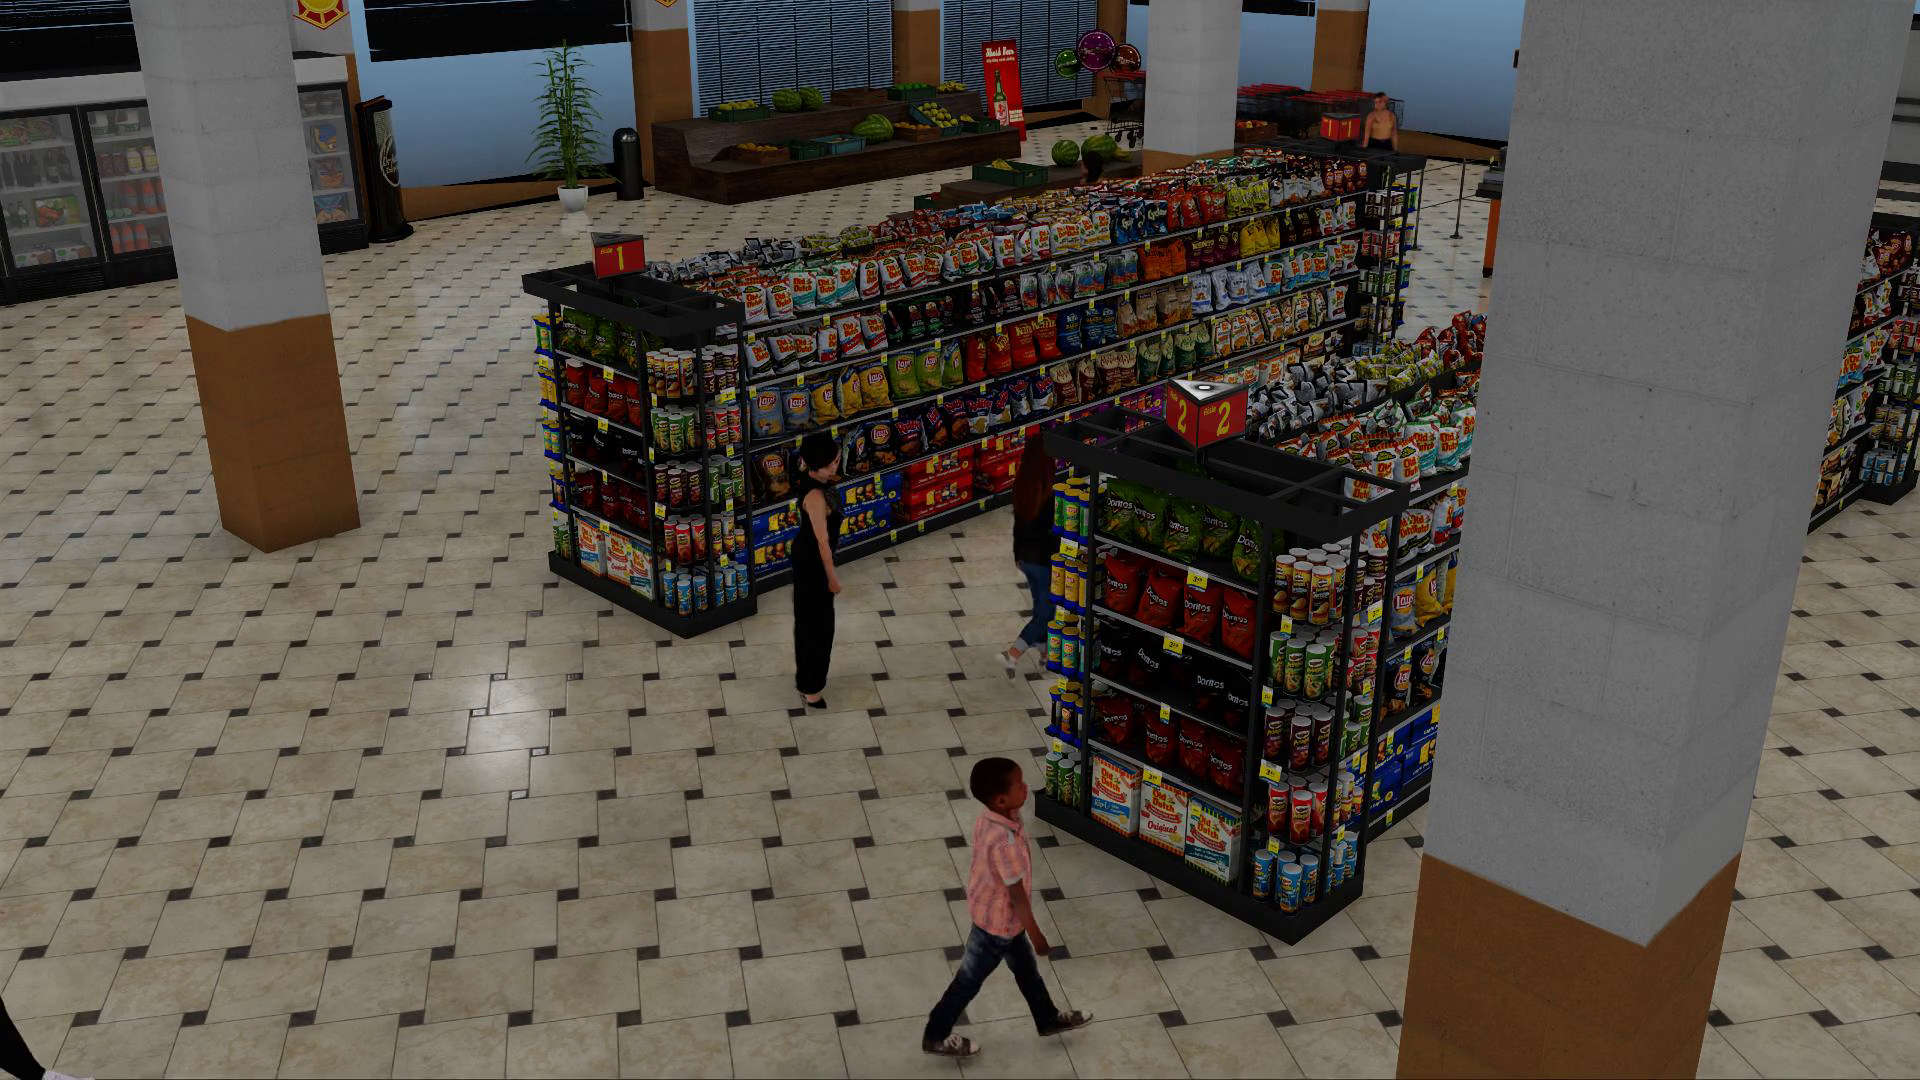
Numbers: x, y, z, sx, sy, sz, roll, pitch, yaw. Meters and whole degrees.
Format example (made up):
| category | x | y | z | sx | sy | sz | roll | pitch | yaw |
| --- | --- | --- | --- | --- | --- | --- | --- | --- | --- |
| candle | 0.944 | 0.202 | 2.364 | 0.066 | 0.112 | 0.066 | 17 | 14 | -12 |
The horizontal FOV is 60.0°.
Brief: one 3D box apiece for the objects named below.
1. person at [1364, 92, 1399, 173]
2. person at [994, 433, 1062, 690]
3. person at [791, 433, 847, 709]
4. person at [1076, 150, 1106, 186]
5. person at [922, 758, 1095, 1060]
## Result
| category | x | y | z | sx | sy | sz | roll | pitch | yaw |
| --- | --- | --- | --- | --- | --- | --- | --- | --- | --- |
| person | 5.619 | -5.227 | 22.437 | 0.801 | 1.619 | 0.854 | -5 | 22 | -11 |
| person | 0.409 | 0.126 | 9.316 | 0.871 | 1.469 | 0.612 | -17 | 27 | -36 |
| person | -0.845 | 0.119 | 9.188 | 0.754 | 1.577 | 0.781 | -11 | 24 | -25 |
| person | 1.465 | -3.239 | 17.492 | 1.041 | 1.617 | 1.241 | 10 | 24 | 23 |
| person | 0.075 | 1.436 | 6.318 | 0.954 | 1.272 | 0.866 | -1 | 22 | -4 |
